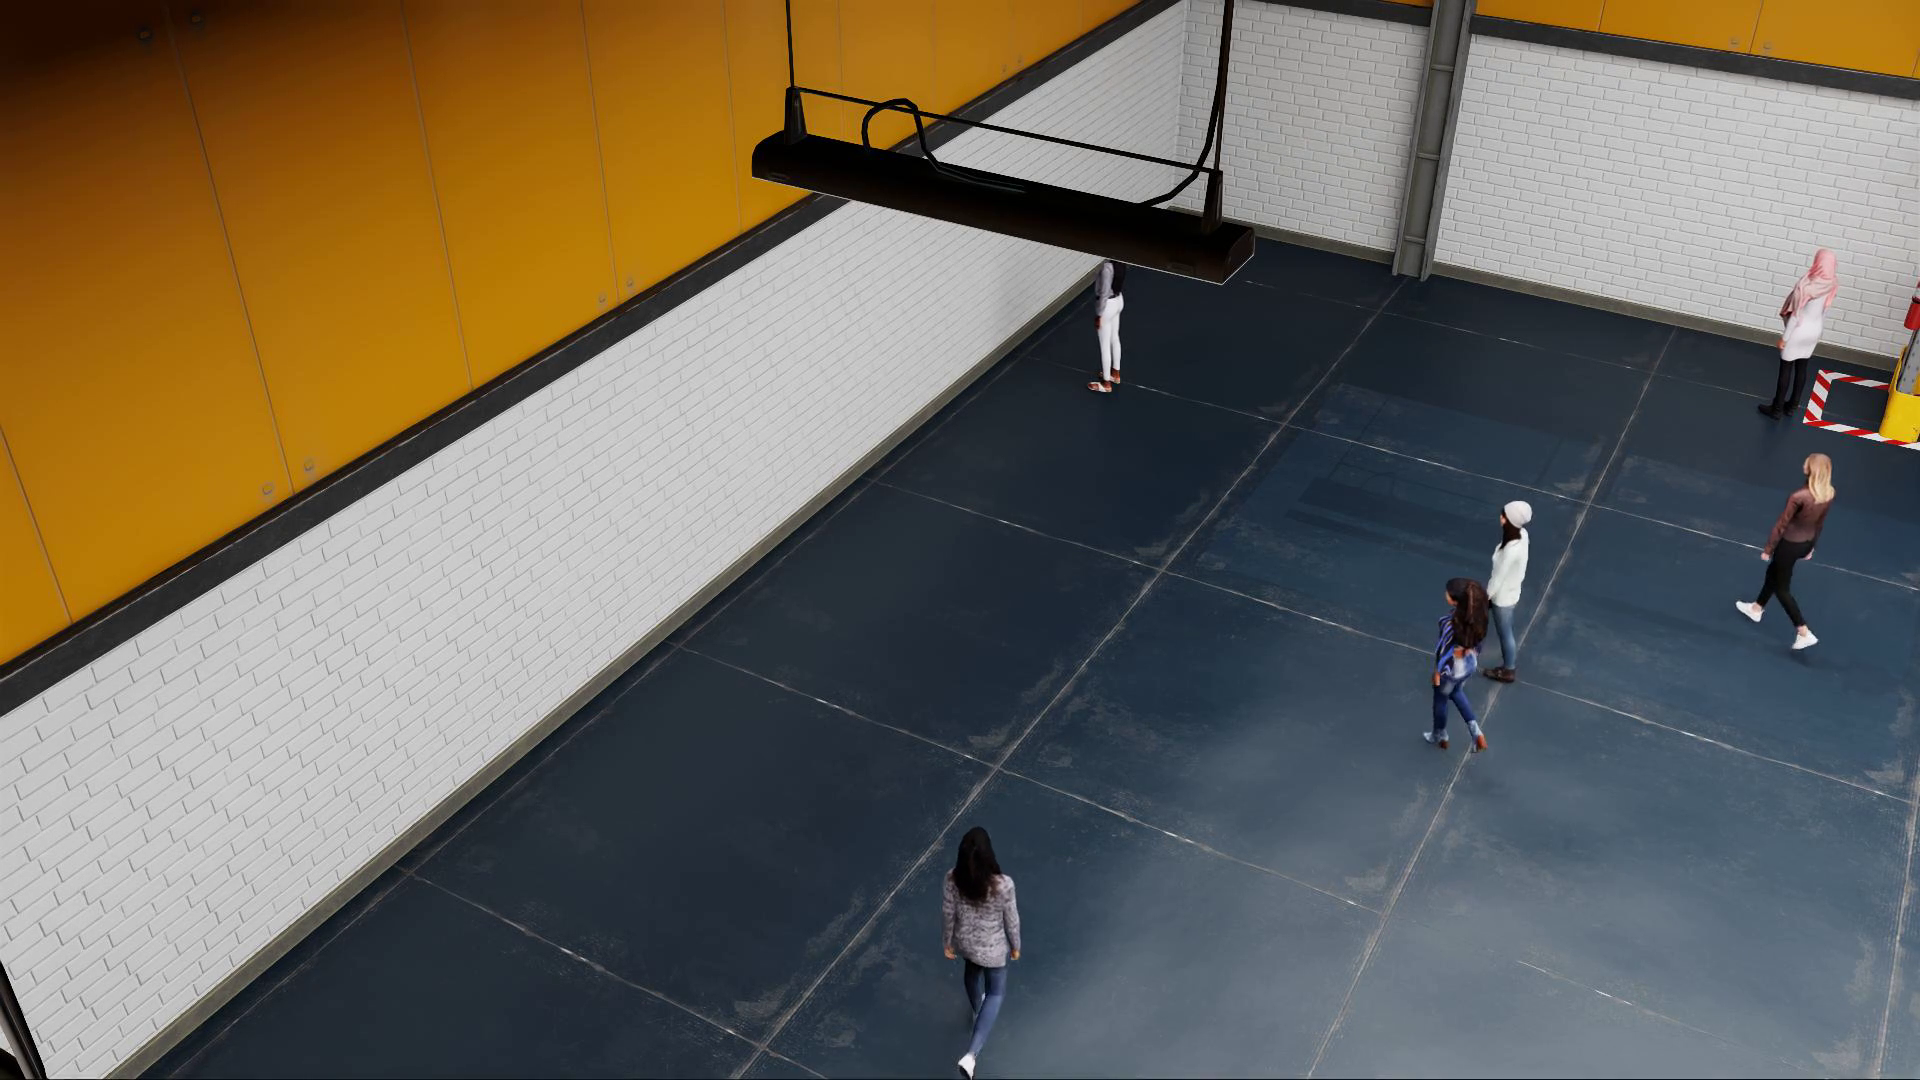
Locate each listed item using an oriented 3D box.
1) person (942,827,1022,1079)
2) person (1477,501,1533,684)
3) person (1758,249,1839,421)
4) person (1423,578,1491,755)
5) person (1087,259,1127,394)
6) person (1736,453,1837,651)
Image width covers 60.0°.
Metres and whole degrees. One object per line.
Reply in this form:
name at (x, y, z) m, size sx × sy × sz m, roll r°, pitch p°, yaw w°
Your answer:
person at (0.103, 2.432, 9.815) m, size 1.026 × 1.711 × 0.791 m, roll 11°, pitch 35°, yaw 16°
person at (4.297, 0.429, 12.905) m, size 0.818 × 1.625 × 0.660 m, roll 11°, pitch 35°, yaw 16°
person at (8.330, -2.034, 16.449) m, size 0.723 × 1.803 × 0.783 m, roll -9°, pitch 35°, yaw -13°
person at (3.670, 0.963, 12.121) m, size 0.787 × 1.604 × 0.884 m, roll -22°, pitch 39°, yaw -29°
person at (1.519, -2.346, 16.991) m, size 0.492 × 1.724 × 0.592 m, roll 18°, pitch 38°, yaw 25°
person at (6.734, 0.114, 13.333) m, size 1.004 × 1.675 × 1.153 m, roll -15°, pitch 36°, yaw -21°
